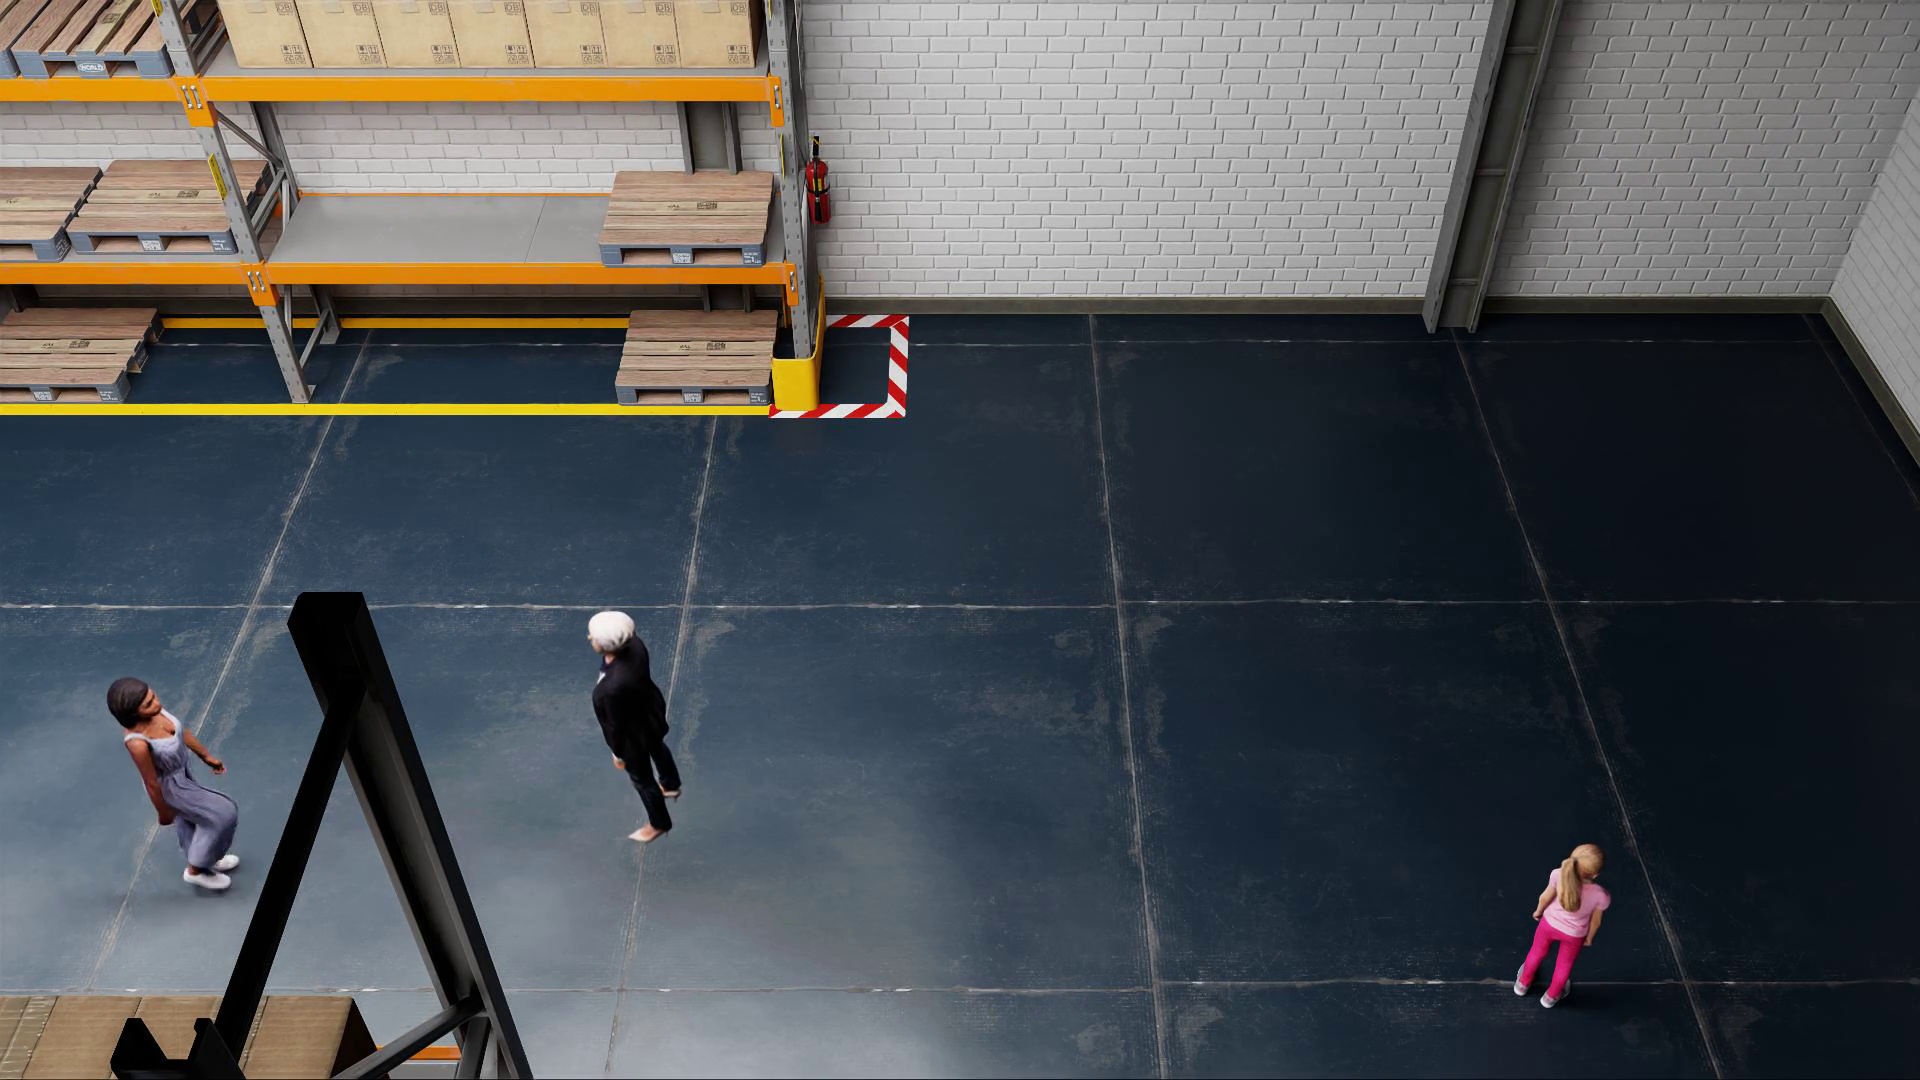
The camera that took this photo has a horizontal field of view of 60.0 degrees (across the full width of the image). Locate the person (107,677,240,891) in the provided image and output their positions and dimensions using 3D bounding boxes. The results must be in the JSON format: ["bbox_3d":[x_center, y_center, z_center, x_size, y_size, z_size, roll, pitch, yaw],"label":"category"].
[{"bbox_3d":[-4.497,1.376,9.334,0.715,1.683,0.636,-9,44,-9],"label":"person"}]

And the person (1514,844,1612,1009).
[{"bbox_3d":[3.244,2.061,8.913,0.566,1.271,0.635,27,50,26],"label":"person"}]

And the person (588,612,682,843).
[{"bbox_3d":[-1.736,0.952,8.951,0.626,1.777,0.740,5,44,5],"label":"person"}]
